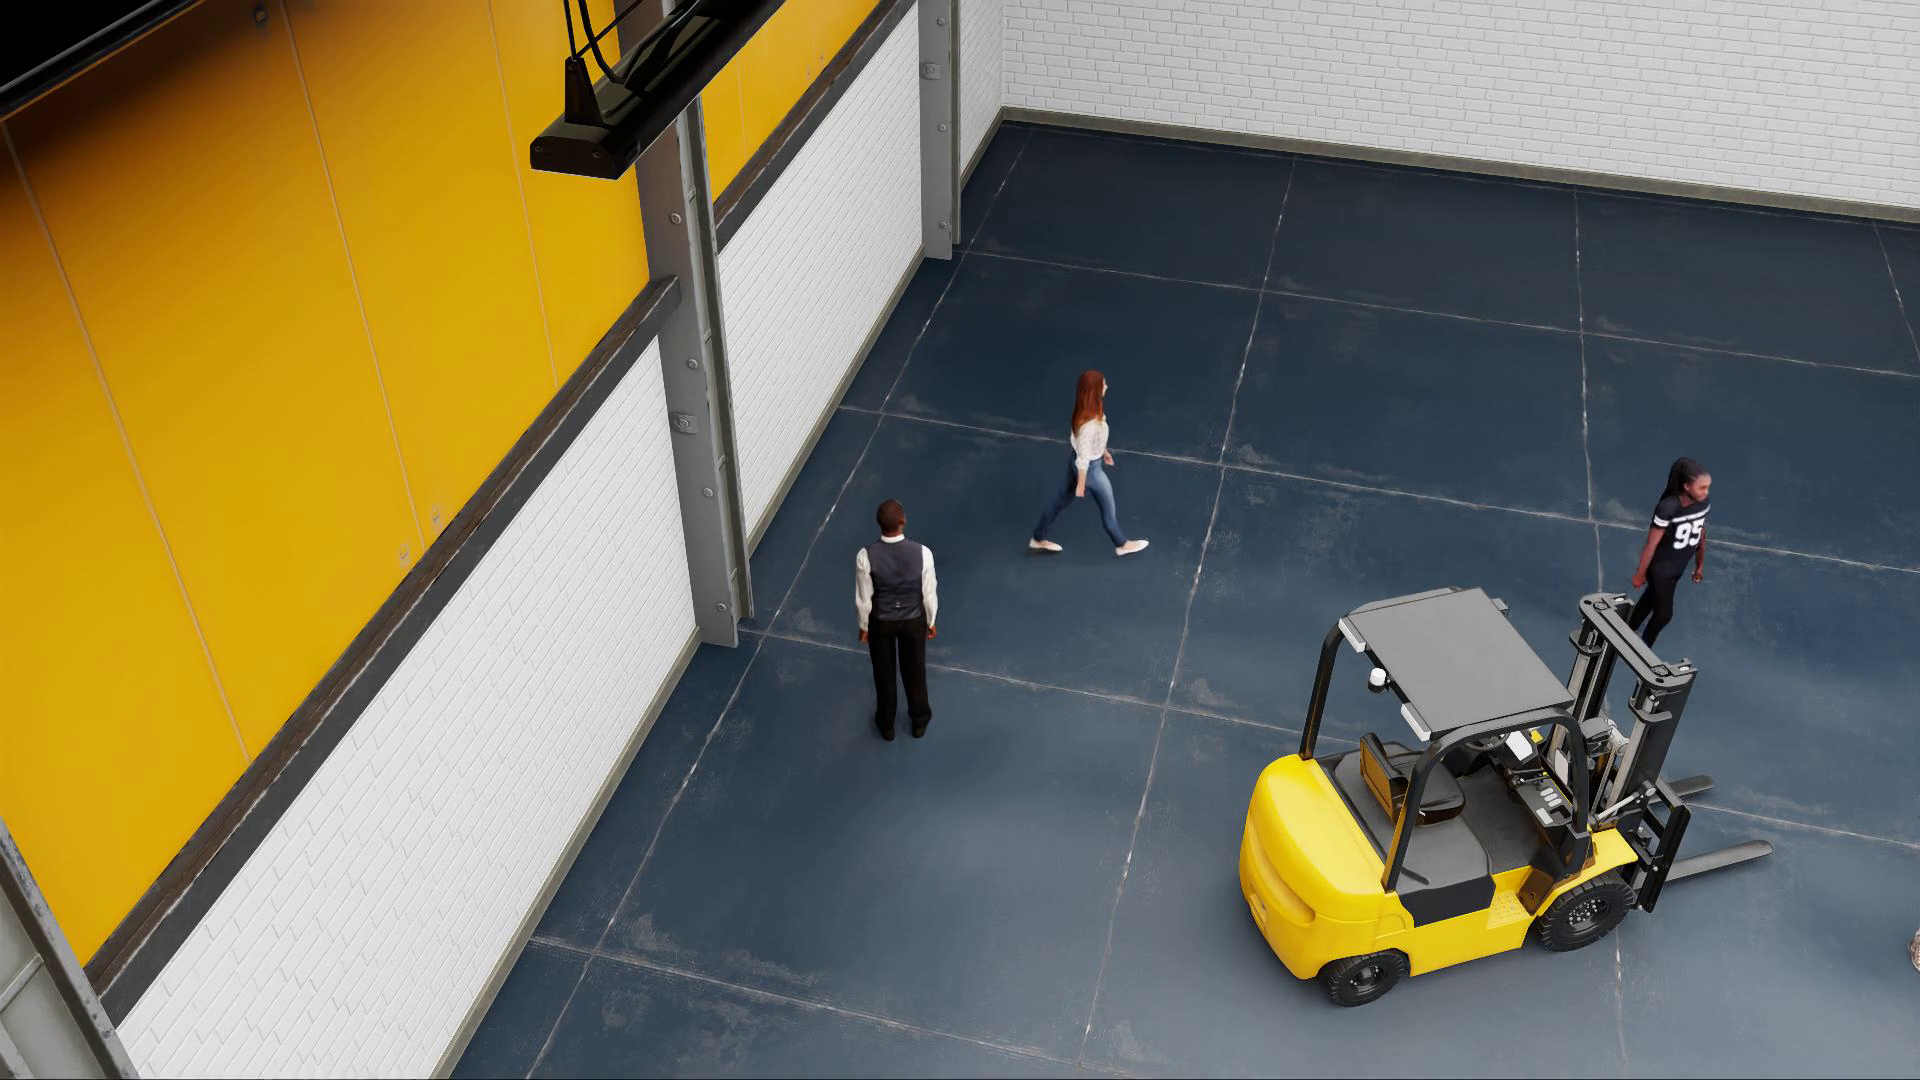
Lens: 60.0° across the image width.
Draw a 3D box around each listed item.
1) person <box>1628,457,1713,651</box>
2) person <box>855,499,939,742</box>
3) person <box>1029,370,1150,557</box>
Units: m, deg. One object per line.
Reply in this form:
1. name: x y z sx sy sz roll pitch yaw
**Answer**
1. person: 4.885 0.135 11.676 0.849 1.718 0.909 -20 43 -23
2. person: -0.423 0.543 11.005 0.771 1.916 0.720 -4 39 -5
3. person: 0.860 -0.538 12.547 0.928 1.682 1.165 -3 39 -4
